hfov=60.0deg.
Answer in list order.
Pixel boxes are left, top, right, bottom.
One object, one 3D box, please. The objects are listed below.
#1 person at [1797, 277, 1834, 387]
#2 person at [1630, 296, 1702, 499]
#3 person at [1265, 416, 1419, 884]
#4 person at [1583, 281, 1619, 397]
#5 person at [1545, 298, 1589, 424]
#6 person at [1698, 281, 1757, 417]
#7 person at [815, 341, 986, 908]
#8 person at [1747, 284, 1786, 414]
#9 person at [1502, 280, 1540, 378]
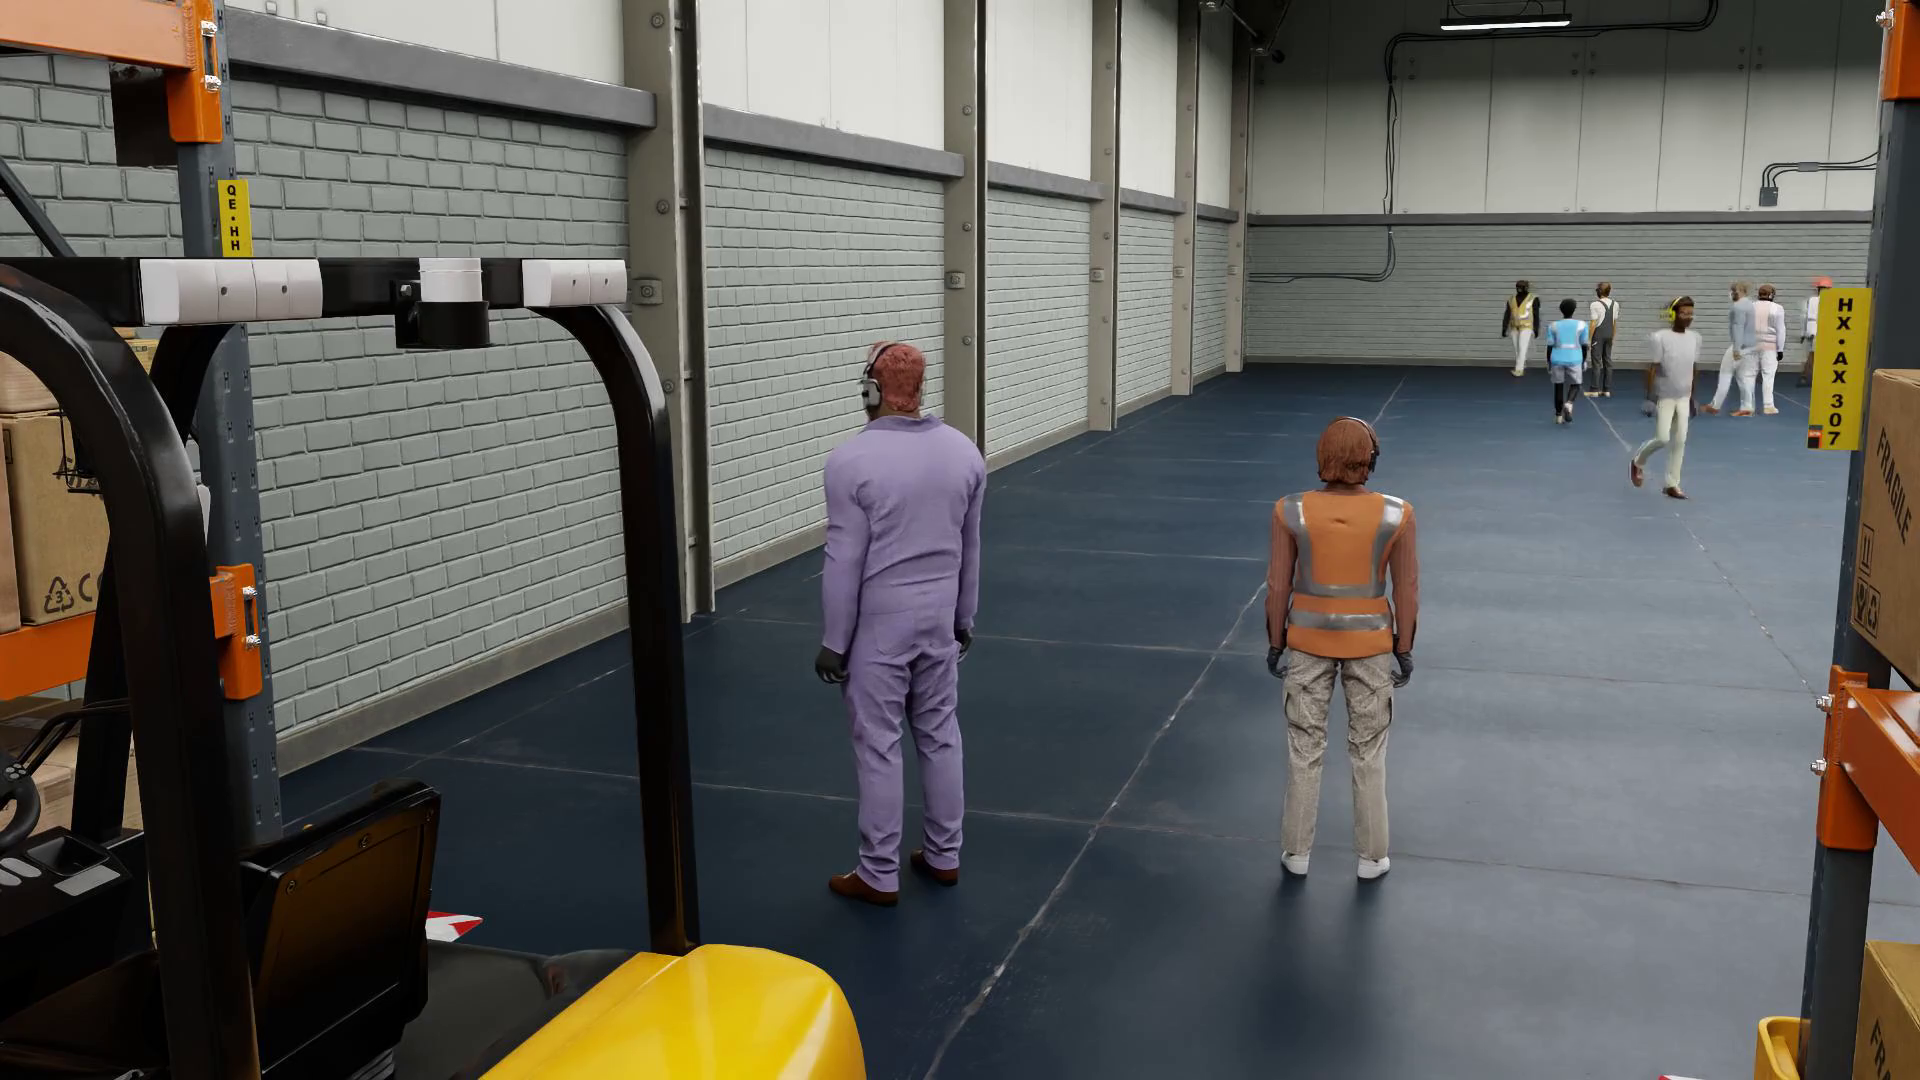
[{"bbox_3d":[14.879,-3.576,28.689,0.987,1.883,0.570,-3,10,-15],"label":"person"},{"bbox_3d":[6.548,-1.321,15.365,0.519,1.857,0.612,-2,10,-13],"label":"person"},{"bbox_3d":[1.327,0.389,5.813,0.523,1.639,0.306,2,10,13],"label":"person"},{"bbox_3d":[10.241,-3.198,26.564,0.506,1.847,0.345,-3,10,-18],"label":"person"},{"bbox_3d":[8.008,-2.353,21.983,0.548,1.684,0.473,5,11,25],"label":"person"},{"bbox_3d":[10.757,-2.655,23.204,0.792,1.897,0.720,7,12,36],"label":"person"},{"bbox_3d":[-0.224,0.282,5.661,0.655,1.904,0.407,-8,12,-40],"label":"person"},{"bbox_3d":[11.474,-2.723,23.768,0.429,1.838,0.621,-8,12,-39],"label":"person"},{"bbox_3d":[10.442,-3.943,31.136,0.908,1.801,0.658,-9,13,-43],"label":"person"}]
